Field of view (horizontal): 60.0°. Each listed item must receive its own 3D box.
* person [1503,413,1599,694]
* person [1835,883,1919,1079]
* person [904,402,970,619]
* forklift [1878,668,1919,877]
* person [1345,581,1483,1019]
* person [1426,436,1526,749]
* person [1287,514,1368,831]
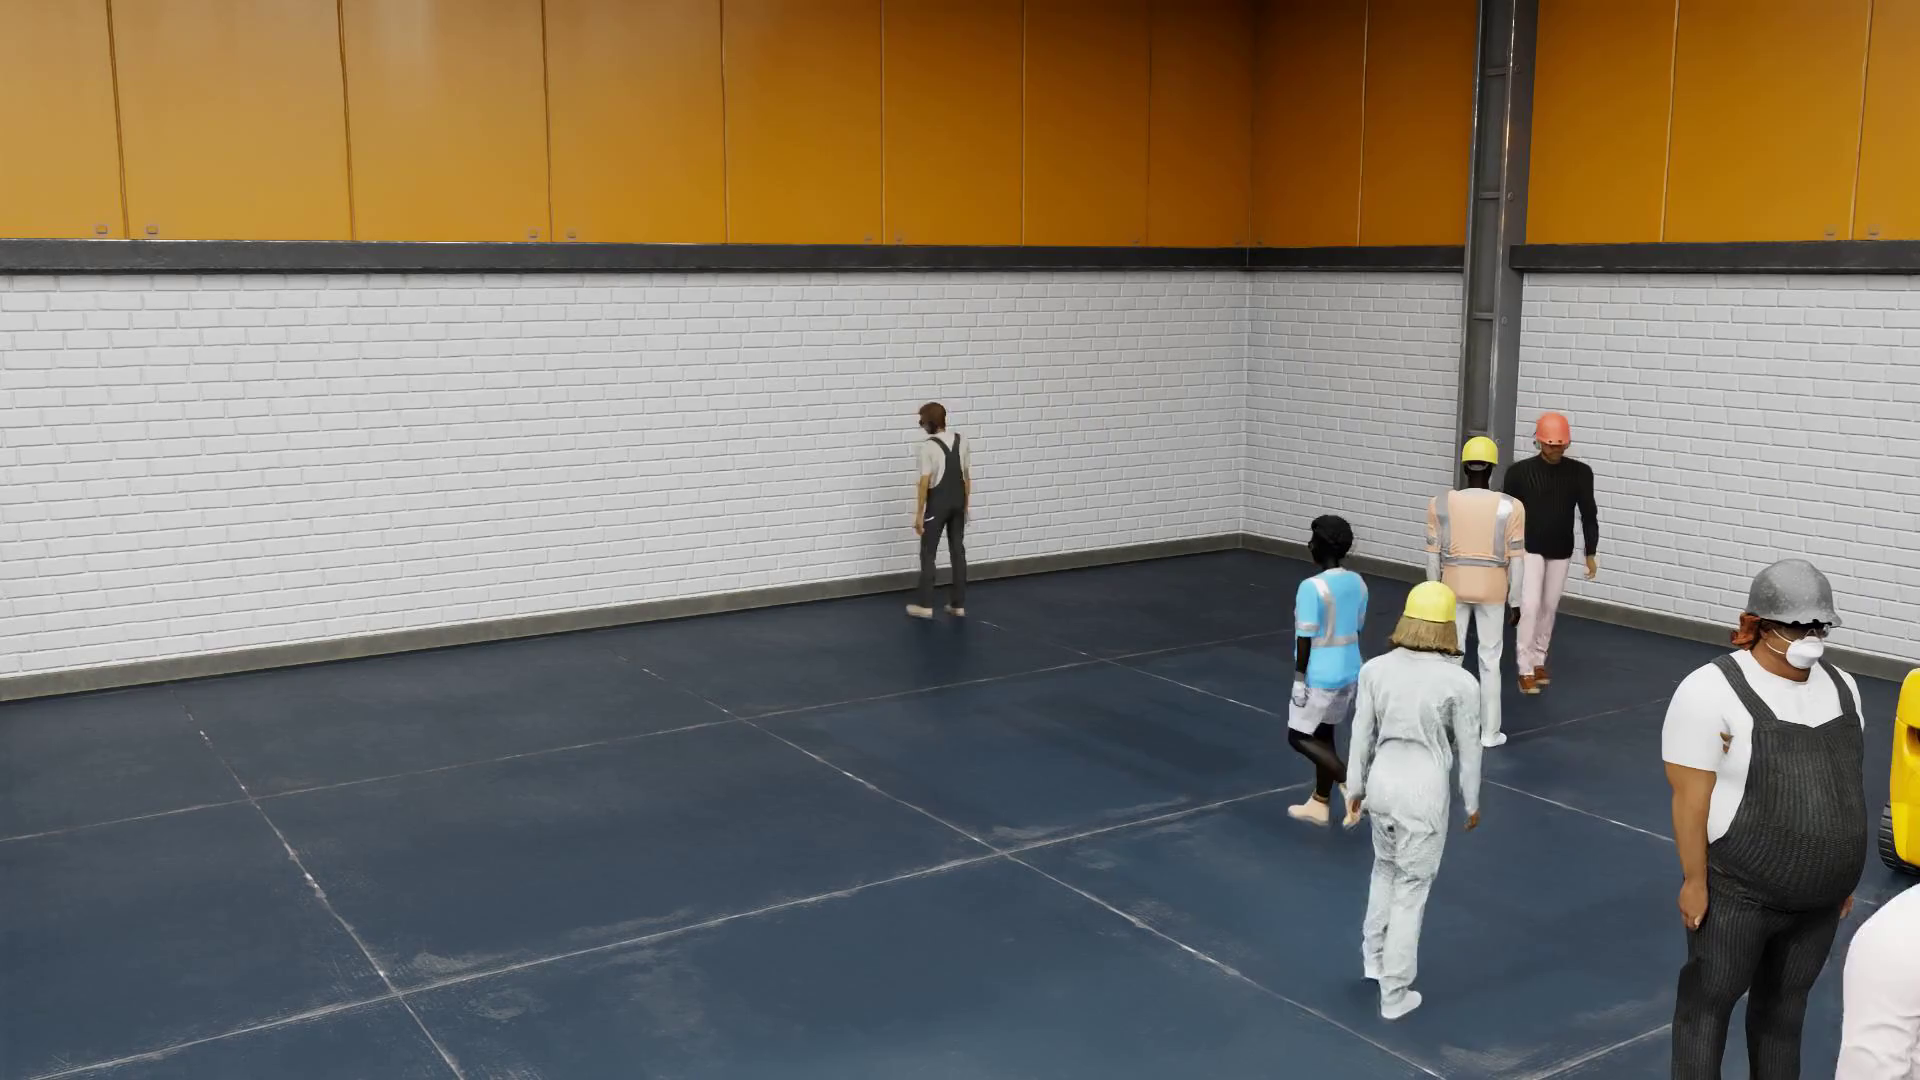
[{"bbox_3d":[4.081,0.091,11.531,0.619,1.949,0.830,0,9,1],"label":"person"},{"bbox_3d":[2.254,1.423,3.679,0.672,1.891,0.445,-3,10,-17],"label":"person"},{"bbox_3d":[-0.152,-0.238,13.961,0.561,1.817,0.355,-6,11,-33],"label":"person"},{"bbox_3d":[5.511,0.571,7.906,2.313,2.155,1.214,-6,11,-33],"label":"forklift"},{"bbox_3d":[1.811,1.021,6.642,0.493,1.716,0.583,8,13,41],"label":"person"},{"bbox_3d":[3.152,0.325,10.206,0.586,1.923,0.371,4,10,24],"label":"person"},{"bbox_3d":[1.947,0.706,8.625,0.540,1.677,0.521,-9,13,-44],"label":"person"}]
